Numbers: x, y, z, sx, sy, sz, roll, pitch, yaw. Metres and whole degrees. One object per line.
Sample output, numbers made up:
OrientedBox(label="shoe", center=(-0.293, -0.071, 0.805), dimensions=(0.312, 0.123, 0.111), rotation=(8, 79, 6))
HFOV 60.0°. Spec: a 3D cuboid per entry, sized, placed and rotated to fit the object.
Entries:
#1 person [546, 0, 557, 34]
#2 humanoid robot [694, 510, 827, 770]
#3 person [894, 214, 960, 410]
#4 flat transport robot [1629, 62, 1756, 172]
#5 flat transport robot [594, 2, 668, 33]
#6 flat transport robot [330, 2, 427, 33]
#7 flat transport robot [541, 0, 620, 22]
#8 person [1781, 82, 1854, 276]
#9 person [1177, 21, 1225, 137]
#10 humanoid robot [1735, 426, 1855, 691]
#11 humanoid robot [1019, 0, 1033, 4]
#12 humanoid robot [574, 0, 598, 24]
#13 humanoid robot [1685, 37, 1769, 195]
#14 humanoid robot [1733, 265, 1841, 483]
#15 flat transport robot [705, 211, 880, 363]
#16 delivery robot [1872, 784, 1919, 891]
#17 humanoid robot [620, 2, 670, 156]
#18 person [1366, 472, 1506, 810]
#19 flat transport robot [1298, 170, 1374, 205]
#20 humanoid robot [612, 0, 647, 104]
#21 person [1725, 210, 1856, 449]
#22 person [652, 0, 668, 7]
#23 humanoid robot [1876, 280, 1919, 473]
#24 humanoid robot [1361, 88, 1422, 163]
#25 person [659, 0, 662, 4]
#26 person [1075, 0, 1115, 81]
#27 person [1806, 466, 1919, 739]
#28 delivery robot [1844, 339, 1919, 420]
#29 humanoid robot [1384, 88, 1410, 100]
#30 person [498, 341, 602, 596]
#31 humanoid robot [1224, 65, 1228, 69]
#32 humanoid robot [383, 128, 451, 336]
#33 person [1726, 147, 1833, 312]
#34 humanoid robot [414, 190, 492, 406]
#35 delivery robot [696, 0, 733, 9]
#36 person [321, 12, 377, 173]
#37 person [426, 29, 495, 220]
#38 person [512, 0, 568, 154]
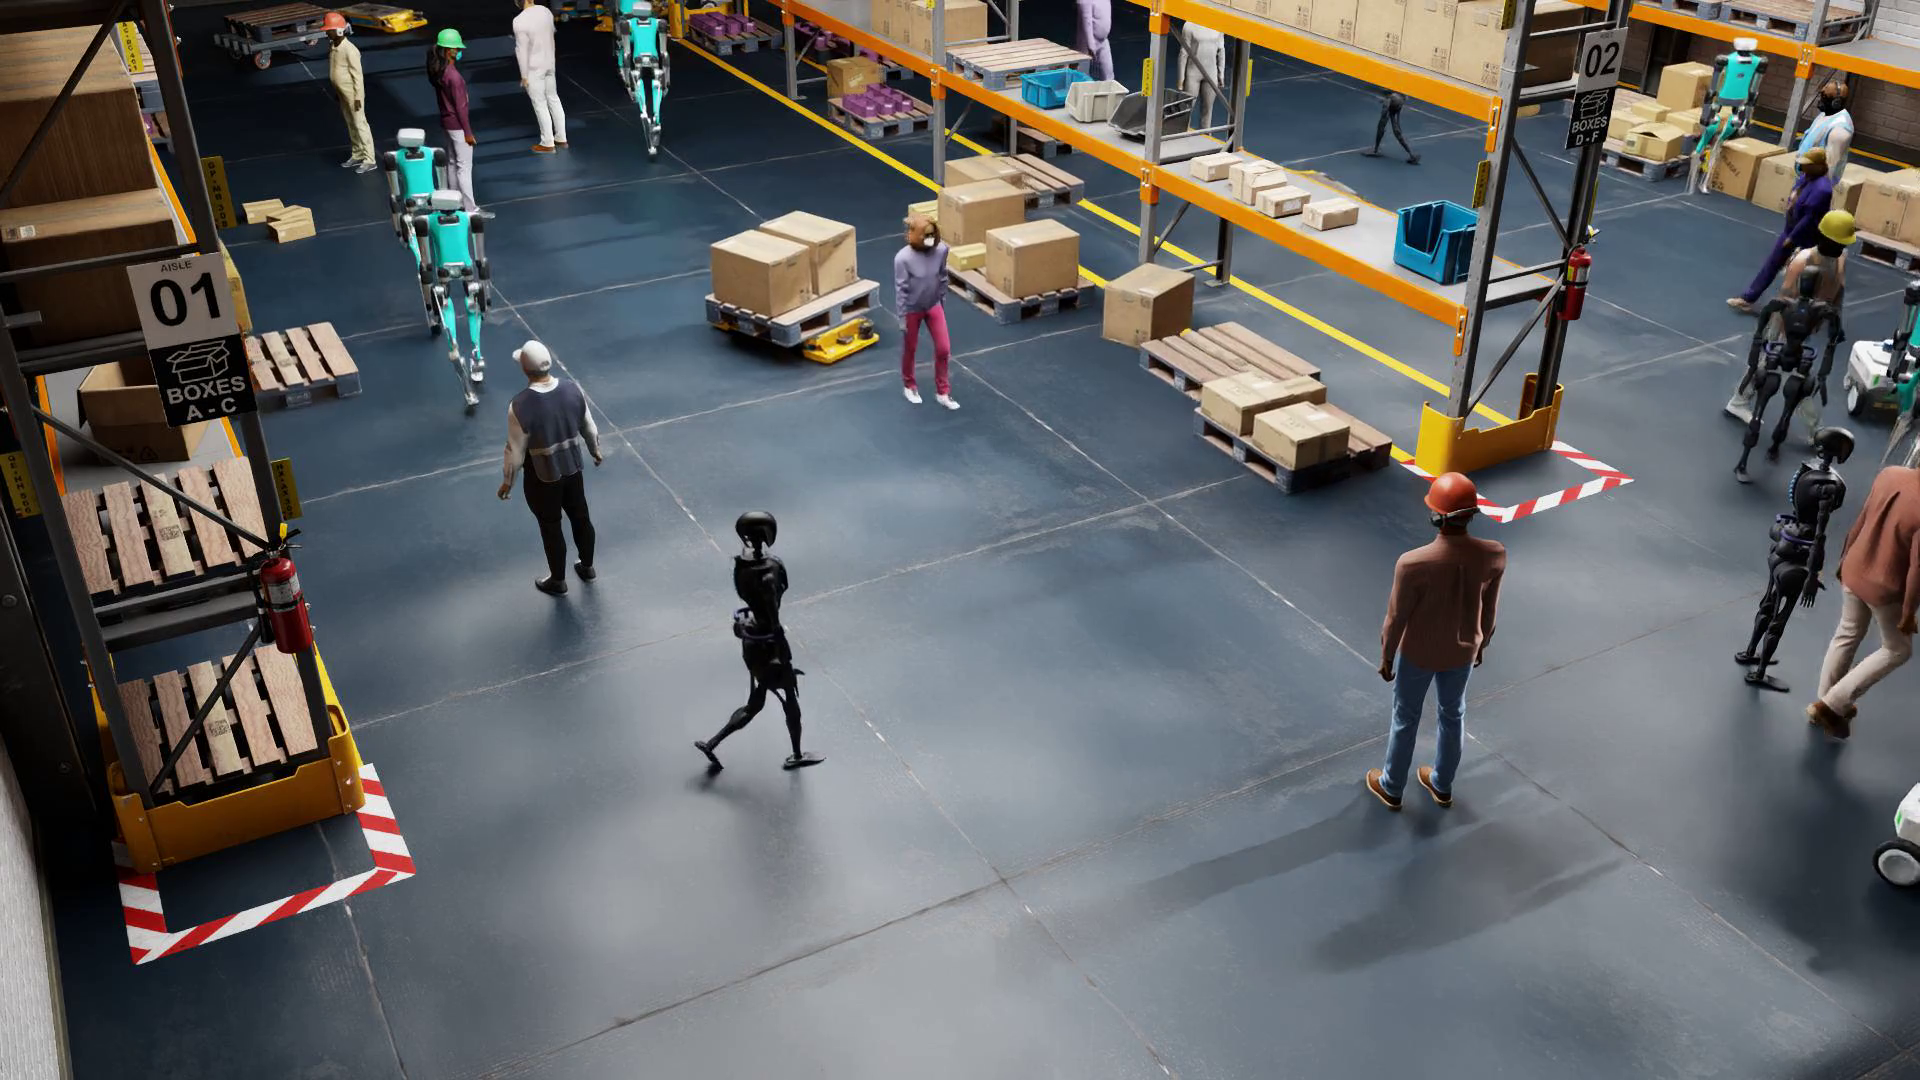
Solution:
OrientedBox(label="person", center=(-6.123, -8.528, 24.714), dimensions=(0.609, 1.812, 0.837), rotation=(3, 30, 6))
OrientedBox(label="humanoid robot", center=(-1.121, 0.572, 9.032), dimensions=(0.700, 1.638, 0.603), rotation=(-11, 32, -18))
OrientedBox(label="person", center=(-0.263, -1.780, 13.154), dimensions=(0.512, 1.613, 0.658), rotation=(-15, 33, -24))
OrientedBox(label="flat transport robot", center=(8.464, -4.568, 19.362), dimensions=(0.659, 0.231, 1.431), rotation=(-16, 33, -25))
OrientedBox(label="flat transport robot", center=(-4.966, -7.946, 25.242), dimensions=(0.659, 0.231, 1.431), rotation=(6, 30, 11))
OrientedBox(label="flat transport robot", center=(-8.827, -7.905, 25.170), dimensions=(1.431, 0.231, 0.659), rotation=(16, 34, 26))
OrientedBox(label="flat transport robot", center=(-5.839, -8.208, 25.698), dimensions=(1.431, 0.231, 0.659), rotation=(-10, 31, -17))
OrientedBox(label="person", center=(8.136, -3.427, 15.811), dimensions=(0.431, 1.835, 0.622), rotation=(6, 30, 10))
OrientedBox(label="person", center=(2.770, -5.364, 19.125), dimensions=(0.573, 1.889, 0.373), rotation=(-6, 31, -11))
OrientedBox(label="humanoid robot", center=(4.960, 0.078, 9.845), dimensions=(0.315, 1.657, 0.599), rotation=(7, 31, 12))
OrientedBox(label="humanoid robot", center=(1.050, -9.332, 26.249), dimensions=(0.432, 1.647, 0.588), rotation=(-1, 30, -1))
OrientedBox(label="humanoid robot", center=(-5.733, -8.633, 25.022), dimensions=(0.589, 1.656, 0.419), rotation=(4, 30, 6))
OrientedBox(label="humanoid robot", center=(8.169, -4.519, 17.861), dimensions=(0.530, 1.846, 0.735), rotation=(4, 30, 7))
OrientedBox(label="humanoid robot", center=(6.060, -1.226, 12.165), dimensions=(0.595, 1.647, 0.620), rotation=(13, 32, 22))
OrientedBox(label="flat transport robot", center=(-1.467, -1.908, 14.731), dimensions=(1.431, 0.231, 0.659), rotation=(22, 36, 33))
OrientedBox(label="delivery robot", center=(5.105, 1.561, 8.415), dimensions=(0.499, 0.604, 0.808), rotation=(-26, 39, -38))
OrientedBox(label="humanoid robot", center=(-3.550, -5.191, 18.990), dimensions=(0.534, 1.737, 1.043), rotation=(-7, 31, -12))
OrientedBox(label="person", center=(2.485, 0.555, 8.726), dimensions=(0.610, 1.986, 0.402), rotation=(-5, 30, -9))
OrientedBox(label="flat transport robot", center=(3.805, -3.670, 17.799), dimensions=(0.659, 0.231, 1.431), rotation=(-9, 31, -15))
OrientedBox(label="humanoid robot", center=(-4.302, -6.513, 21.296), dimensions=(0.837, 1.801, 0.545), rotation=(26, 39, 37))
OrientedBox(label="person", center=(6.448, -1.628, 12.646), dimensions=(0.613, 1.860, 1.002), rotation=(-22, 36, -33))
OrientedBox(label="person", center=(-4.713, -8.935, 25.498), dimensions=(0.593, 1.723, 0.625), rotation=(17, 34, 27))
OrientedBox(label="humanoid robot", center=(7.041, -1.171, 12.046), dimensions=(0.701, 1.849, 0.539), rotation=(-23, 37, -34))
OrientedBox(label="humanoid robot", center=(5.014, -5.114, 18.957), dimensions=(0.711, 1.637, 0.612), rotation=(11, 32, 19))
OrientedBox(label="person", center=(-4.861, -9.183, 25.818), dimensions=(0.622, 1.844, 0.431), rotation=(-15, 33, -24))
OrientedBox(label="person", center=(1.711, -6.120, 20.468), dimensions=(0.973, 1.857, 0.660), rotation=(20, 35, 30))
OrientedBox(label="person", center=(5.170, 0.235, 9.301), dimensions=(0.527, 1.961, 0.644), rotation=(-6, 30, -11))
OrientedBox(label="delivery robot", center=(7.433, -1.300, 13.404), dimensions=(0.499, 0.614, 0.790), rotation=(6, 30, 10))
OrientedBox(label="humanoid robot", center=(5.653, -6.534, 21.354), dimensions=(0.760, 1.813, 0.542), rotation=(7, 31, 12))
OrientedBox(label="person", center=(-2.616, -0.462, 10.716), dimensions=(0.426, 1.759, 0.746), rotation=(26, 39, 37))
OrientedBox(label="humanoid robot", center=(3.707, -7.250, 22.608), dimensions=(0.602, 1.635, 0.380), rotation=(-10, 31, -16))
OrientedBox(label="humanoid robot", center=(-4.665, -2.643, 14.575), dimensions=(0.531, 1.781, 1.005), rotation=(-10, 31, -17))
OrientedBox(label="person", center=(7.411, -2.720, 14.811), dimensions=(0.815, 1.576, 0.440), rotation=(-3, 30, -6))
OrientedBox(label="humanoid robot", center=(-3.954, -1.854, 13.162), dimensions=(0.548, 1.732, 0.996), rotation=(-9, 31, -15))
OrientedBox(label="delivery robot", center=(-3.719, -8.372, 25.701), dimensions=(0.770, 0.598, 0.515), rotation=(-8, 31, -14))
OrientedBox(label="person", center=(-6.872, -5.020, 18.655), dimensions=(0.325, 1.752, 0.562), rotation=(-25, 38, -36))
OrientedBox(label="person", center=(-5.200, -4.276, 17.176), dimensions=(0.433, 1.943, 0.488), rotation=(-21, 36, -32))
OrientedBox(label="person", center=(-4.886, -5.450, 19.246), dimensions=(0.386, 1.925, 0.621), rotation=(15, 33, 24))
